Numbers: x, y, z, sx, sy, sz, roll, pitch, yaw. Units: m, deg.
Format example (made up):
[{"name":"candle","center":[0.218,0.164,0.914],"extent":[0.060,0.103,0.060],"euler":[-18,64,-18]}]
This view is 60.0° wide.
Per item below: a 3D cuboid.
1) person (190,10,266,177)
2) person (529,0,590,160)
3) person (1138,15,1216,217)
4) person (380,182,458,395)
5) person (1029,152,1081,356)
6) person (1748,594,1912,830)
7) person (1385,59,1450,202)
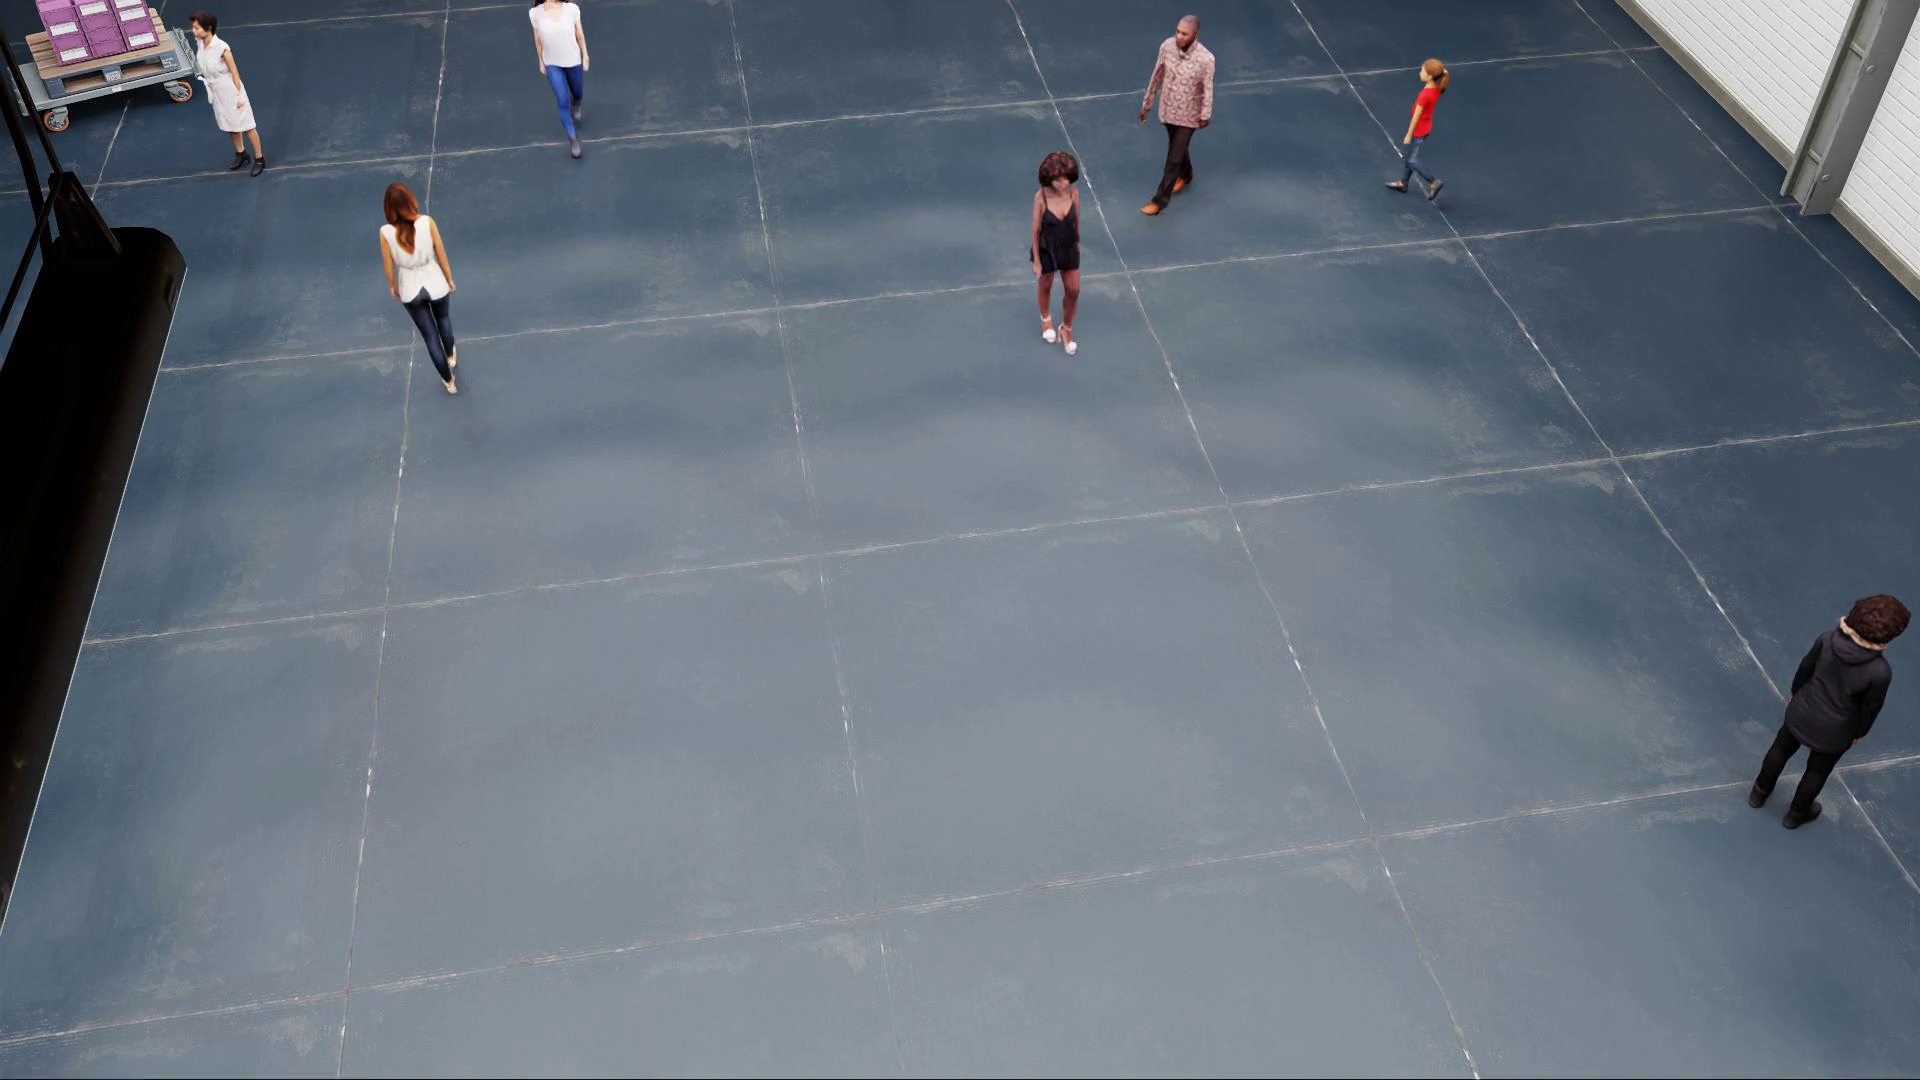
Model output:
[{"name":"person","center":[-6.574,-4.019,14.905],"extent":[0.643,1.556,0.685],"euler":[20,47,20]},{"name":"person","center":[-3.634,-4.383,15.213],"extent":[0.678,1.660,1.061],"euler":[-11,45,-12]},{"name":"person","center":[1.958,-3.753,14.478],"extent":[1.182,1.762,1.162],"euler":[32,52,29]},{"name":"person","center":[-3.993,-1.823,12.446],"extent":[0.742,1.769,0.889],"euler":[-18,46,-18]},{"name":"person","center":[0.706,-2.285,12.931],"extent":[0.644,1.769,0.713],"euler":[-13,45,-13]},{"name":"person","center":[4.945,0.986,9.491],"extent":[0.780,1.778,0.672],"euler":[-28,50,-27]},{"name":"person","center":[4.104,-3.584,14.638],"extent":[0.807,1.296,0.765],"euler":[23,48,23]}]
